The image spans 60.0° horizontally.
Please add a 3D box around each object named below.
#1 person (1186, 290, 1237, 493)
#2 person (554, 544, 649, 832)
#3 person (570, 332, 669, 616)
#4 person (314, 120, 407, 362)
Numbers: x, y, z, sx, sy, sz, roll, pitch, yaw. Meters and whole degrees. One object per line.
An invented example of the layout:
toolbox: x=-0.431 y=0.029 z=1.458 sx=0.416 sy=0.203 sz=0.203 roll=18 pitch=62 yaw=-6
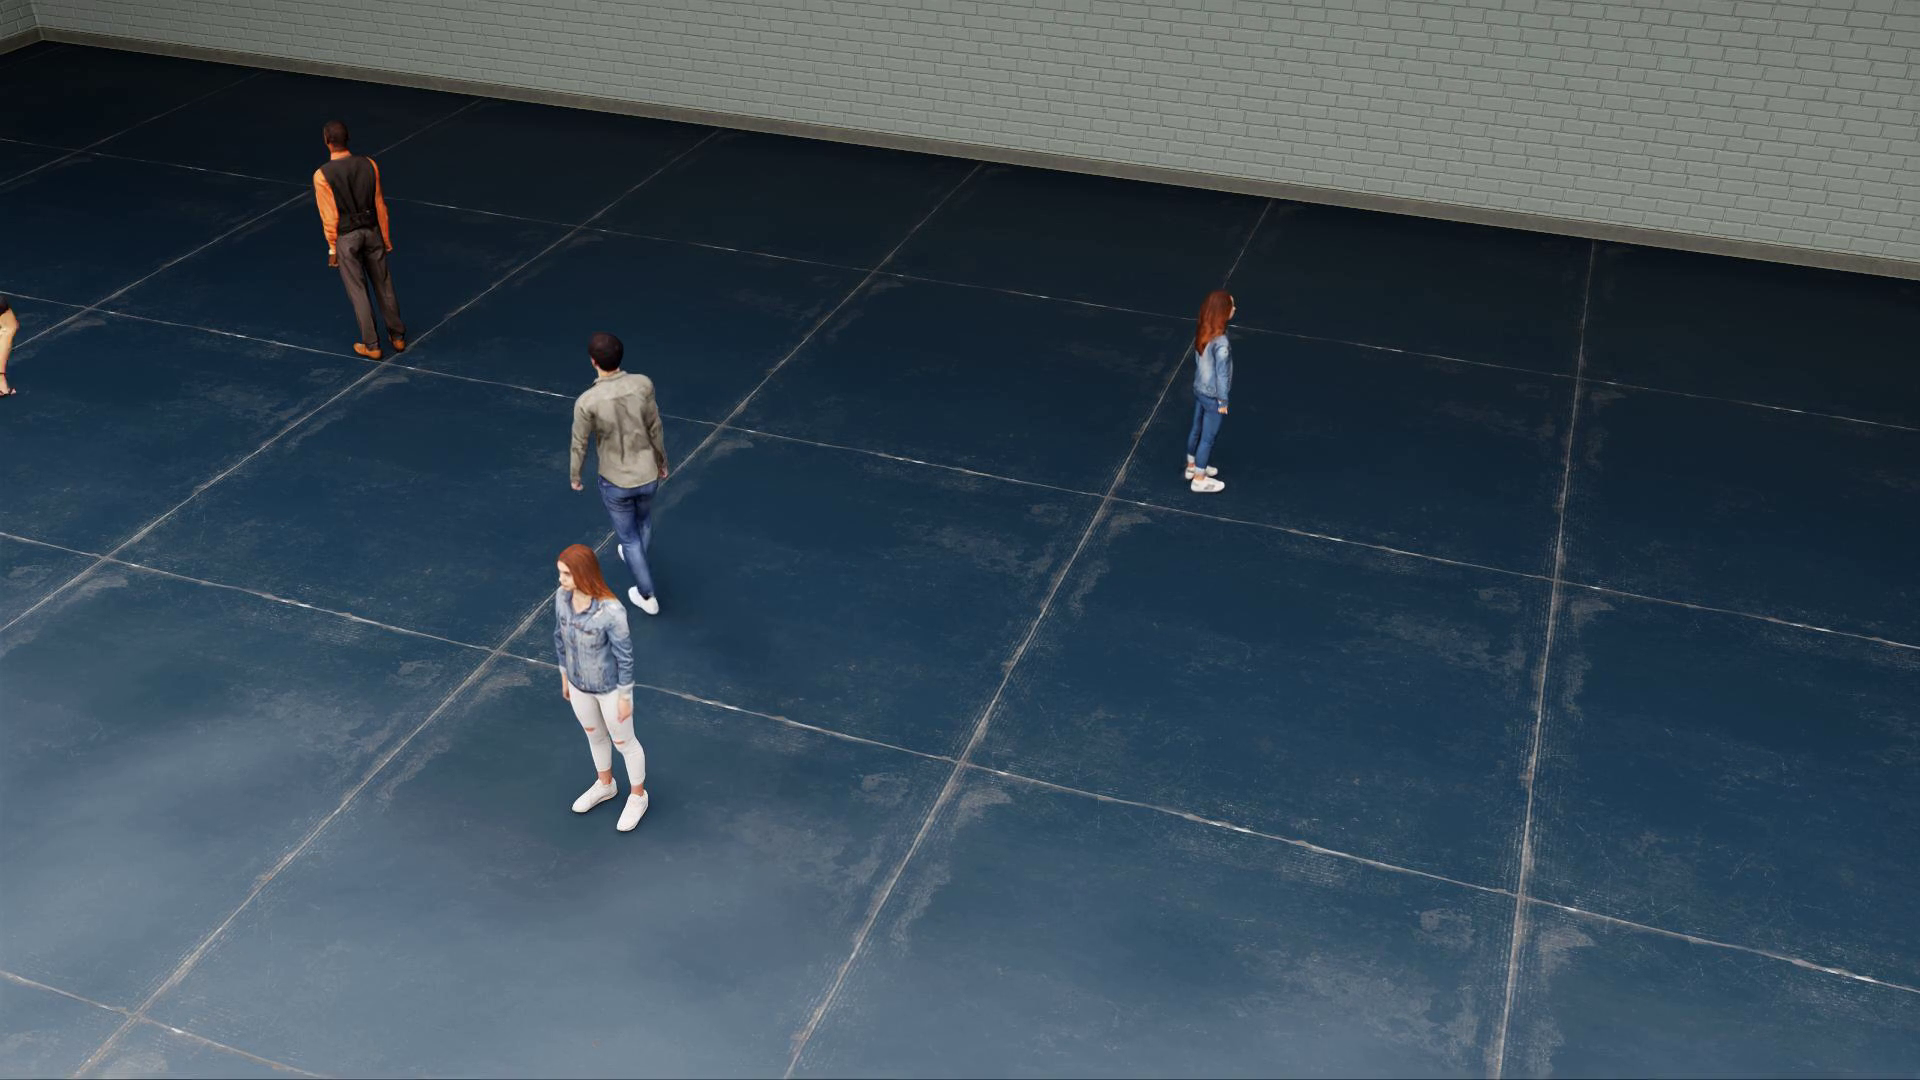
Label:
person: x=1.702 y=-1.024 z=11.355 sx=0.688 sy=1.475 sz=0.594 roll=-8 pitch=34 yaw=-11
person: x=-1.821 y=0.728 z=8.454 sx=0.649 sy=1.700 sz=0.565 roll=17 pitch=37 yaw=24
person: x=-1.968 y=-0.349 z=9.975 sx=1.027 sy=1.848 sz=1.050 roll=-22 pitch=39 yaw=-30
person: x=-4.686 y=-2.335 z=12.974 sx=0.718 sy=1.908 sz=0.852 roll=-27 pitch=42 yaw=-35
